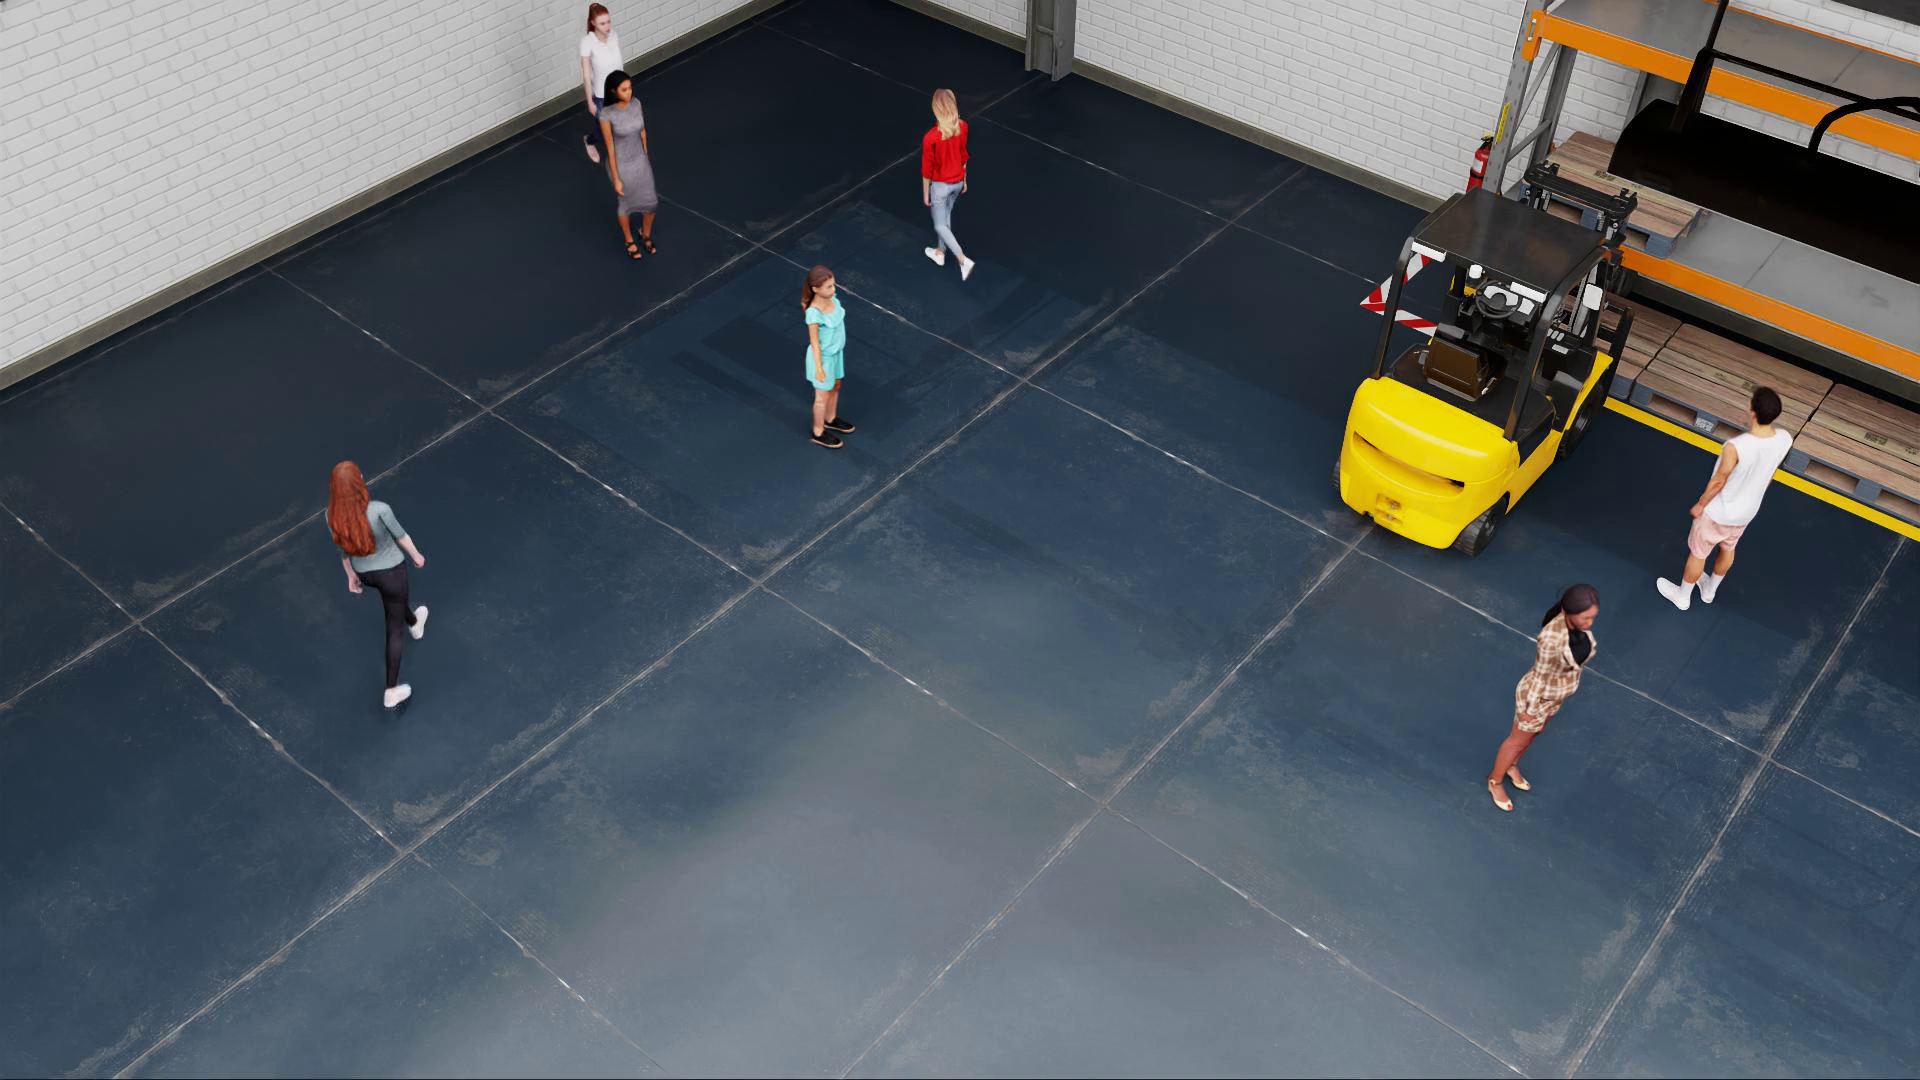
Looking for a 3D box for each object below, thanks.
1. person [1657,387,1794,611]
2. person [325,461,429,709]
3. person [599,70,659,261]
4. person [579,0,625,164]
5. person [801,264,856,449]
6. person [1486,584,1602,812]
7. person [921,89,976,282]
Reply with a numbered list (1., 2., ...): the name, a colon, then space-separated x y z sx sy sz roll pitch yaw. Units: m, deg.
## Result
1. person: 5.068 -0.245 10.940 0.733 1.786 0.761 -10 45 -11
2. person: -3.642 0.288 10.443 1.157 1.701 1.085 4 44 4
3. person: -2.853 -3.165 14.020 0.660 1.767 0.687 -28 50 -26
4. person: -3.214 -4.026 14.958 0.920 1.719 0.600 34 53 30
5. person: -0.994 -1.378 12.295 0.628 1.558 0.614 14 45 14
6. person: 3.407 0.904 9.730 0.602 1.792 0.567 -34 53 -30
7. person: -0.081 -2.916 13.817 0.769 1.687 1.034 -26 50 -25
